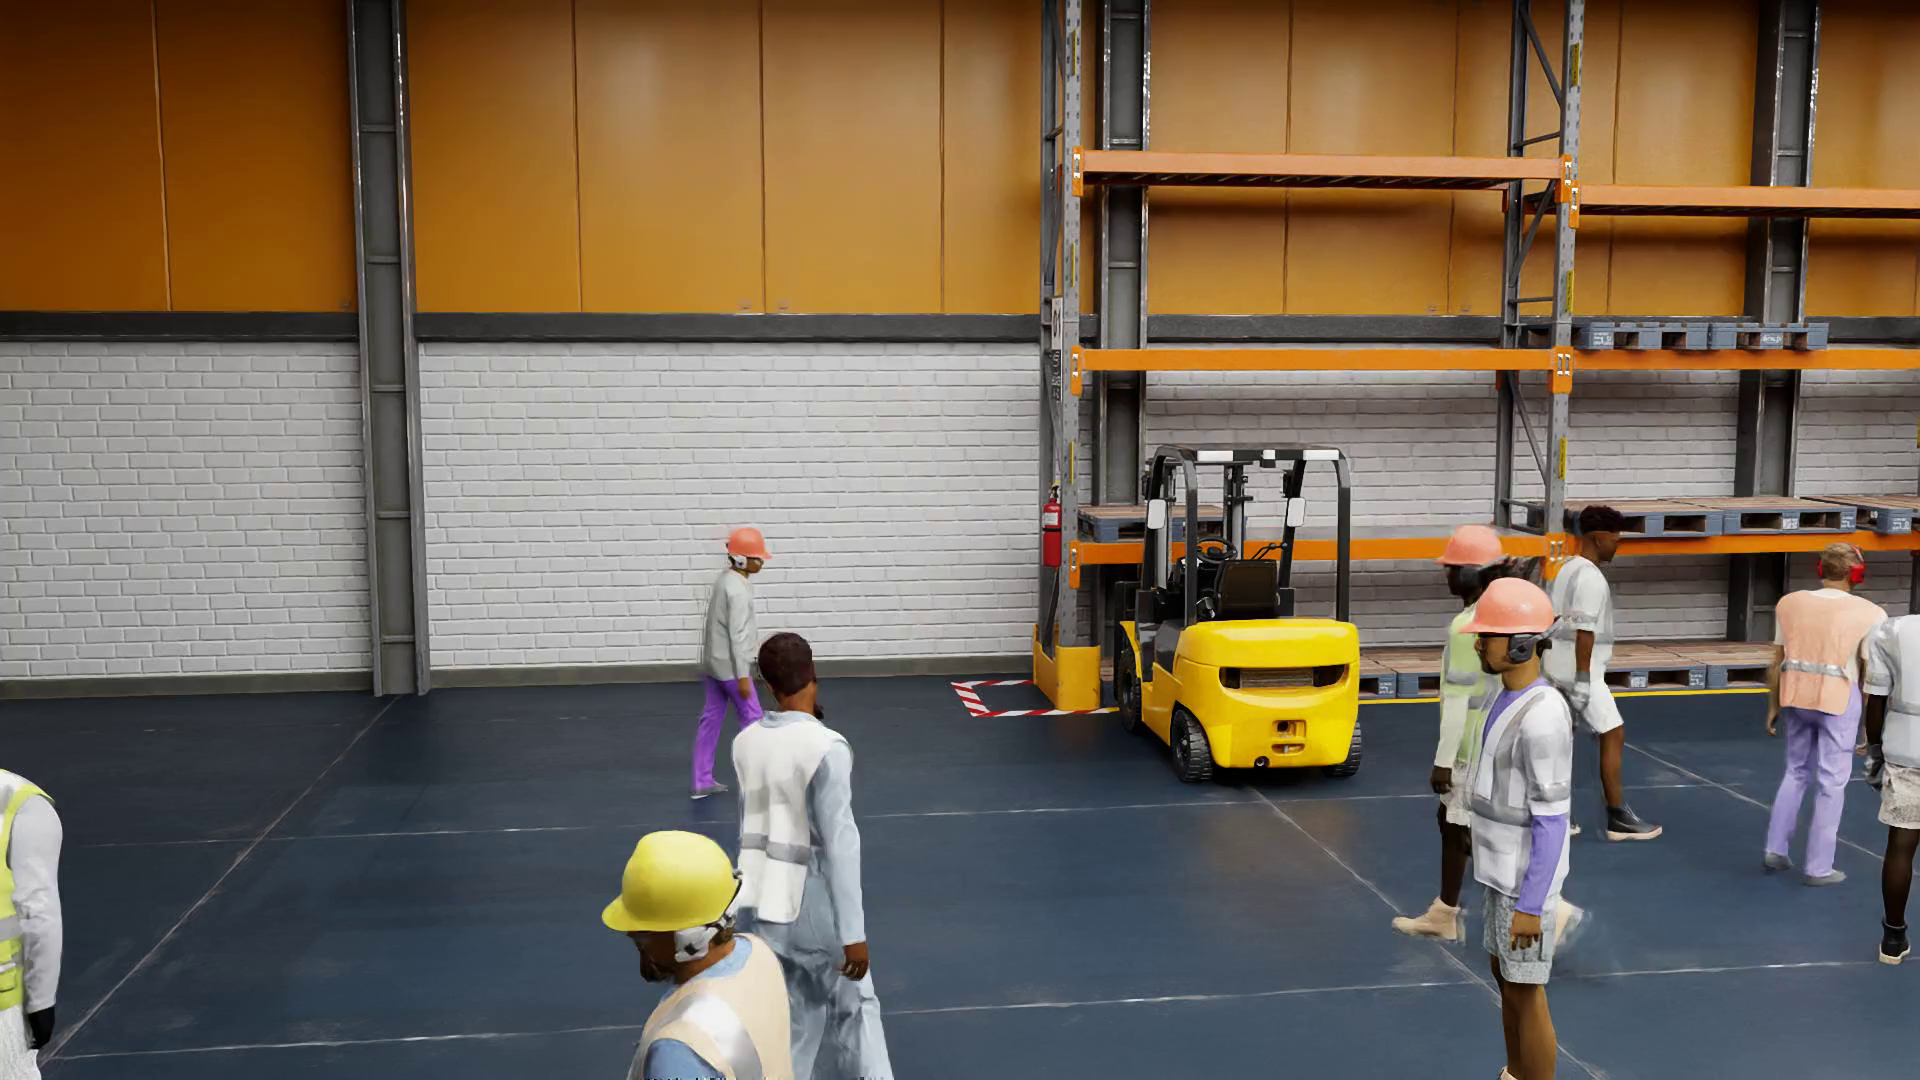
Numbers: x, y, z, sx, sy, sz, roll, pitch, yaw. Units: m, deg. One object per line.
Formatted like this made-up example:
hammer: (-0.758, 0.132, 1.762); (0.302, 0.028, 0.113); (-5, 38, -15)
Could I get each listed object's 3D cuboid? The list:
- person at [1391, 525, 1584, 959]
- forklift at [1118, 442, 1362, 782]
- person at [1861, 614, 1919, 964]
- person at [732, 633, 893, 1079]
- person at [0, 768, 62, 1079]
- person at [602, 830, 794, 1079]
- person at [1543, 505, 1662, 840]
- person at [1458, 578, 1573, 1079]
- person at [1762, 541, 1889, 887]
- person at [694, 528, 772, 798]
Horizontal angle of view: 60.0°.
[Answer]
person: (2.451, 0.941, 7.668); (0.826, 2.025, 0.607); (4, 8, 31)
forklift: (1.912, 0.418, 11.496); (1.214, 2.155, 2.313); (-1, 7, -8)
person: (4.436, 0.985, 7.554); (0.608, 1.957, 0.391); (6, 9, 44)
person: (-0.442, 1.248, 5.665); (0.653, 1.876, 0.657); (-5, 8, -36)
person: (-2.985, 1.350, 4.928); (0.634, 1.833, 0.429); (0, 7, 1)
person: (-0.543, 1.501, 3.670); (0.588, 1.808, 0.611); (1, 7, 7)
person: (3.696, 0.765, 9.601); (0.865, 1.924, 0.634); (1, 7, 5)
person: (1.903, 1.146, 5.779); (0.385, 2.041, 0.615); (1, 7, 7)
person: (4.564, 0.917, 8.798); (0.447, 1.816, 0.587); (-5, 8, -39)
person: (-1.400, 0.779, 10.400); (0.567, 1.719, 0.568); (-3, 7, -22)
